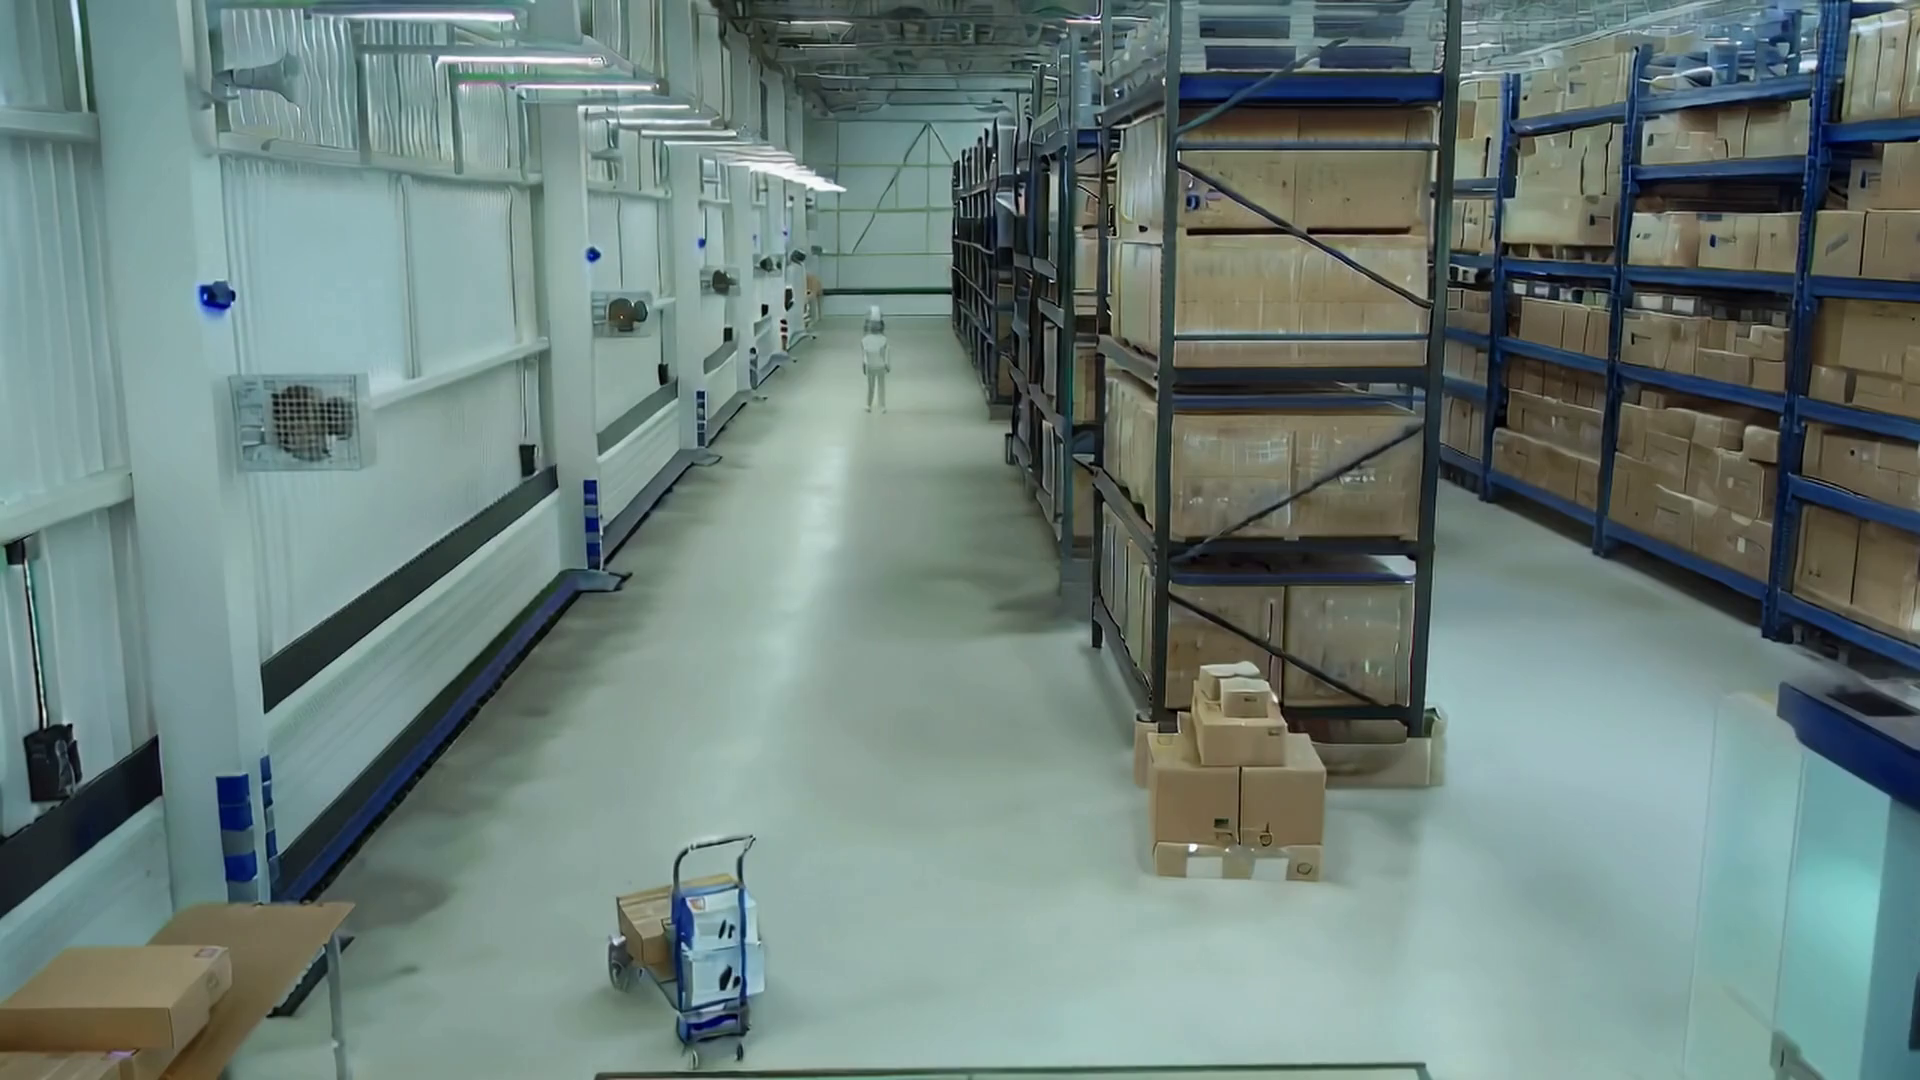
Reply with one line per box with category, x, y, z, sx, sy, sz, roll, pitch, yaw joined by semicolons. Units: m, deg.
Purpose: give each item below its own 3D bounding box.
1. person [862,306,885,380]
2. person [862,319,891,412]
person;-2.220;-5.058;42.720;0.598;1.906;0.413;-2;11;-11
person;-1.791;-3.734;35.616;0.616;1.987;0.407;0;11;1
